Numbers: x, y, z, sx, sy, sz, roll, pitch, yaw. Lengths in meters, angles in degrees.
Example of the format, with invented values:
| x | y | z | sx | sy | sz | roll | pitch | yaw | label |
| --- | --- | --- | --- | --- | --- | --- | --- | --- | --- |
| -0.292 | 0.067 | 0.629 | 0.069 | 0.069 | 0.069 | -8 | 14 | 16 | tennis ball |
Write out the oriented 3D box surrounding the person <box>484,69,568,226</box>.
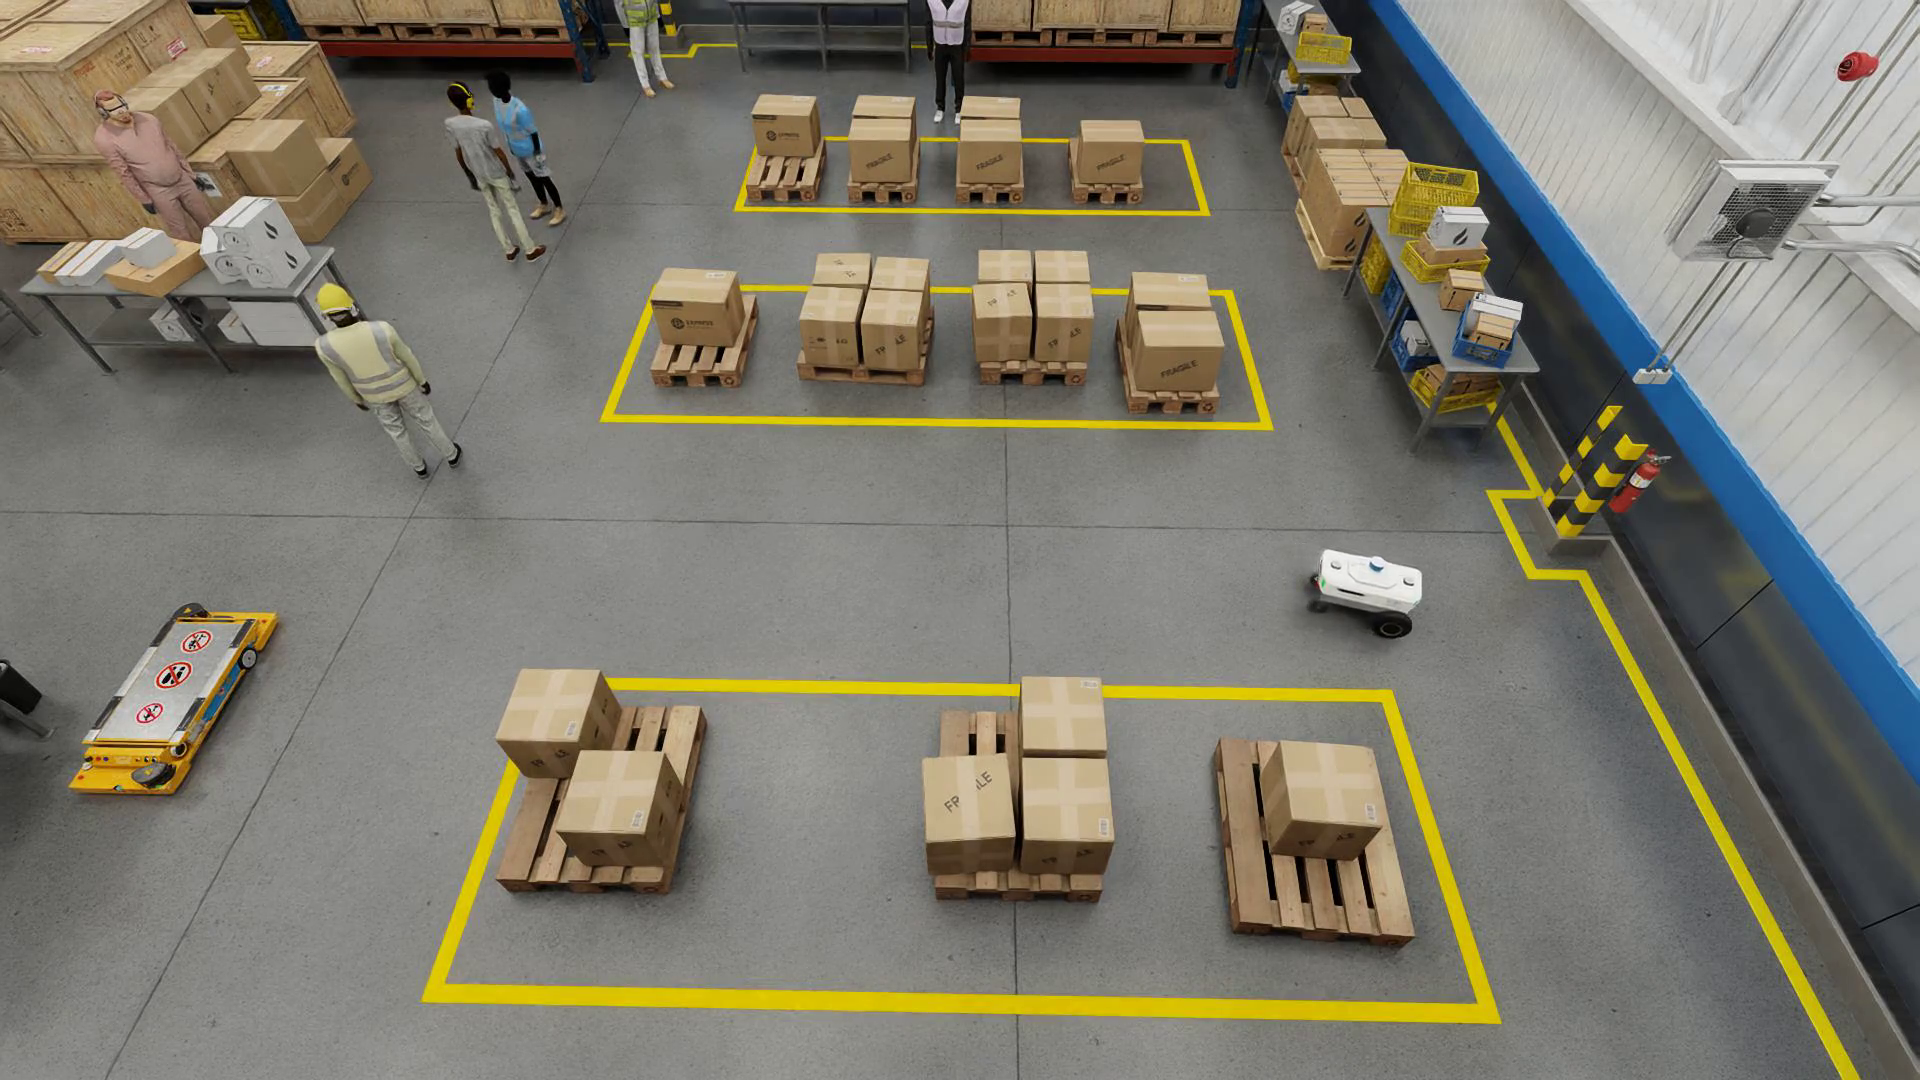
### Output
| x | y | z | sx | sy | sz | roll | pitch | yaw | label |
| --- | --- | --- | --- | --- | --- | --- | --- | --- | --- |
| -4.766 | -4.284 | 10.044 | 0.540 | 1.696 | 0.317 | 27 | 55 | 21 | person |

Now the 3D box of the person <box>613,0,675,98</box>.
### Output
| x | y | z | sx | sy | sz | roll | pitch | yaw | label |
| --- | --- | --- | --- | --- | --- | --- | --- | --- | --- |
| -4.230 | -6.915 | 12.178 | 0.429 | 1.845 | 0.621 | 34 | 58 | 25 | person |

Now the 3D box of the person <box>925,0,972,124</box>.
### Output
| x | y | z | sx | sy | sz | roll | pitch | yaw | label |
| --- | --- | --- | --- | --- | --- | --- | --- | --- | --- |
| -0.130 | -6.279 | 11.596 | 0.592 | 1.914 | 0.388 | 4 | 50 | 4 | person |

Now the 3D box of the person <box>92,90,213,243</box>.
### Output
| x | y | z | sx | sy | sz | roll | pitch | yaw | label |
| --- | --- | --- | --- | --- | --- | --- | --- | --- | --- |
| -8.063 | -3.604 | 9.335 | 0.409 | 1.906 | 0.651 | 18 | 52 | 15 | person |

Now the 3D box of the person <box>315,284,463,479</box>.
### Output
| x | y | z | sx | sy | sz | roll | pitch | yaw | label |
| --- | --- | --- | --- | --- | --- | --- | --- | --- | --- |
| -4.617 | -1.245 | 7.393 | 0.587 | 1.823 | 0.403 | -21 | 53 | -17 | person |

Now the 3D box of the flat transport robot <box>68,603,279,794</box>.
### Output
| x | y | z | sx | sy | sz | roll | pitch | yaw | label |
| --- | --- | --- | --- | --- | --- | --- | --- | --- | --- |
| -5.504 | 1.072 | 6.442 | 0.652 | 0.197 | 1.431 | 1 | 50 | 1 | flat transport robot |

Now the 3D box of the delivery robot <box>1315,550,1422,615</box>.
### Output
| x | y | z | sx | sy | sz | roll | pitch | yaw | label |
| --- | --- | --- | --- | --- | --- | --- | --- | --- | --- |
| 3.040 | 0.311 | 6.842 | 0.707 | 0.478 | 0.477 | 13 | 51 | 11 | delivery robot |

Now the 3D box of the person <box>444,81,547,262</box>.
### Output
| x | y | z | sx | sy | sz | roll | pitch | yaw | label |
| --- | --- | --- | --- | --- | --- | --- | --- | --- | --- |
| -4.857 | -3.768 | 9.498 | 0.533 | 1.868 | 0.310 | 2 | 50 | 2 | person |
